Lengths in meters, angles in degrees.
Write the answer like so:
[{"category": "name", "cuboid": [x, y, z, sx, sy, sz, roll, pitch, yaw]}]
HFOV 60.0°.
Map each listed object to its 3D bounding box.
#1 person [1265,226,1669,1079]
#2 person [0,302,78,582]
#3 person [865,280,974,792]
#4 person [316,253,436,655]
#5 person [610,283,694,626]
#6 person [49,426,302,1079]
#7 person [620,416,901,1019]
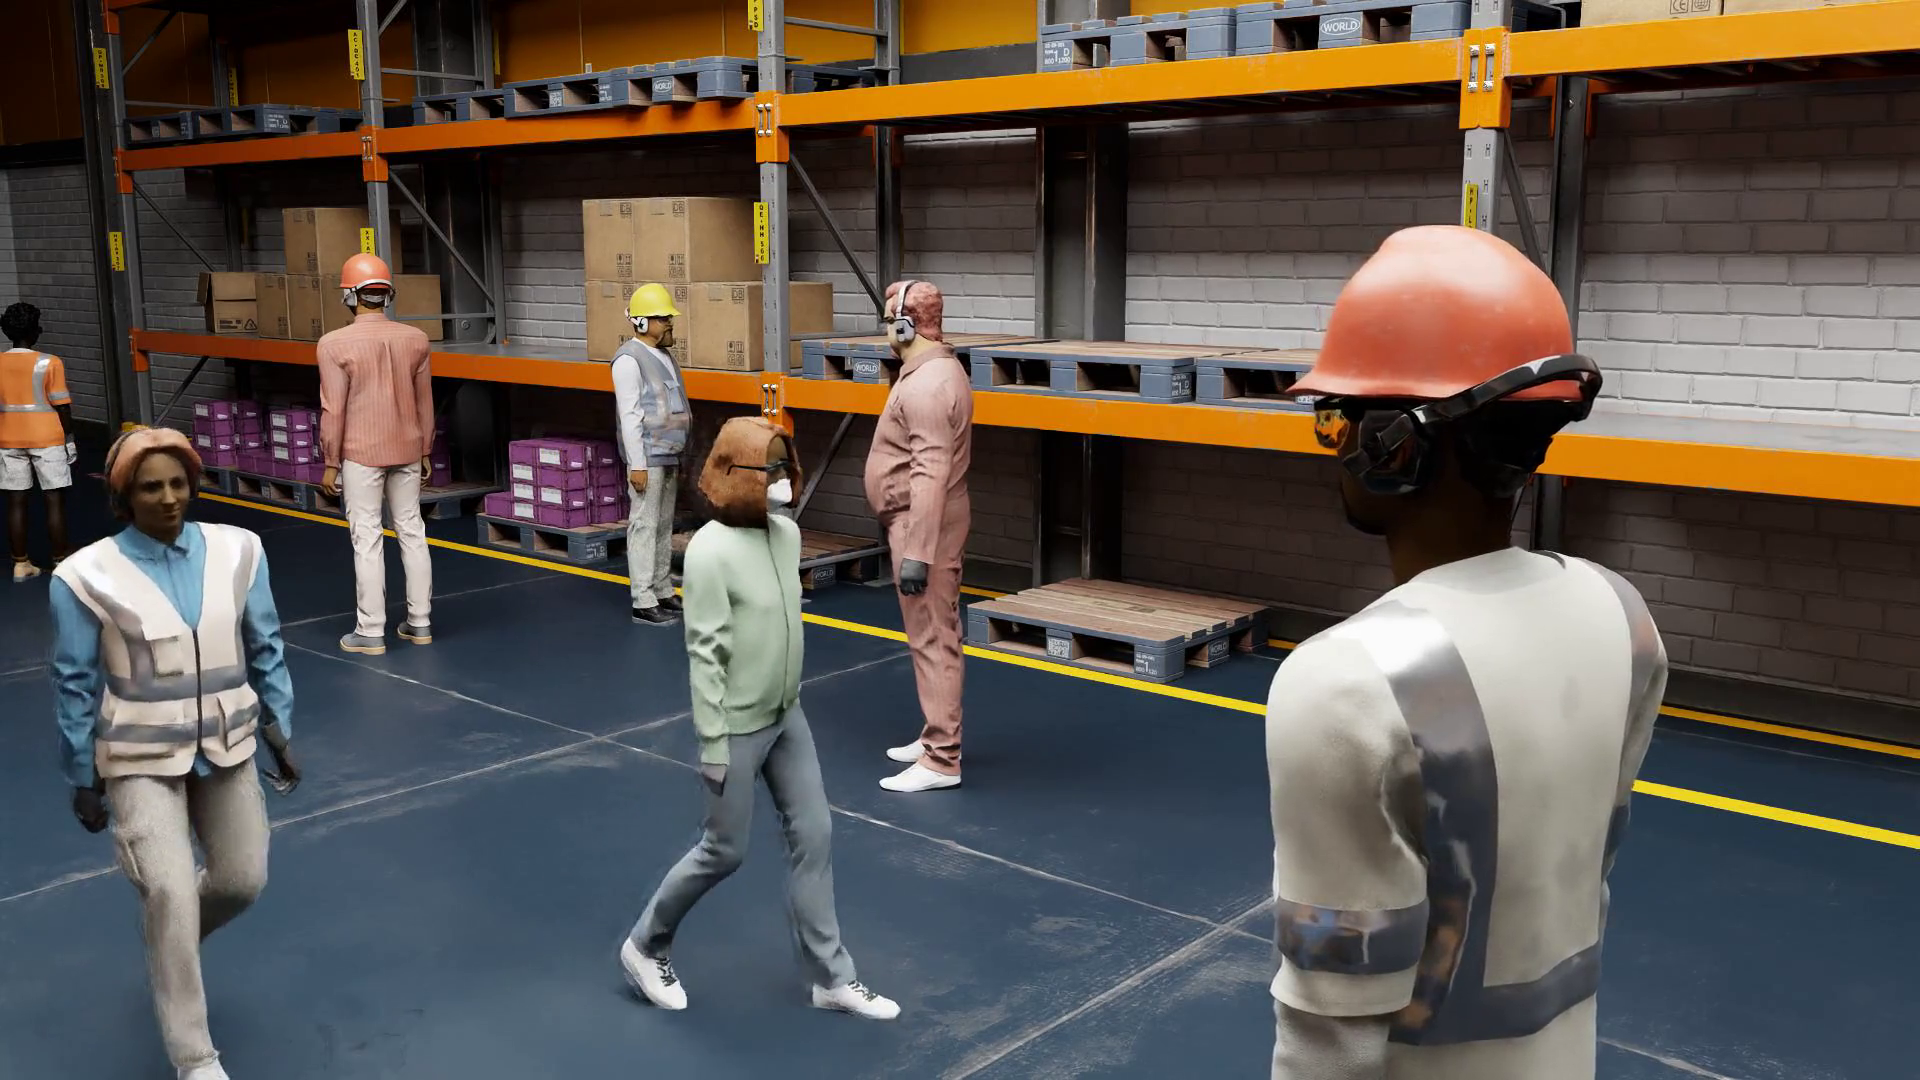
[{"category": "person", "cuboid": [0.508, 0.682, 1.892, 0.605, 2.044, 0.374, -9, 14, -42]}, {"category": "person", "cuboid": [-5.612, -0.582, 10.075, 0.535, 1.697, 0.318, 0, 10, 2]}, {"category": "person", "cuboid": [-0.156, -0.011, 6.239, 0.399, 1.903, 0.644, 1, 10, 5]}, {"category": "person", "cuboid": [-2.918, -0.426, 8.338, 0.382, 1.995, 0.612, 8, 13, 39]}, {"category": "person", "cuboid": [-1.643, -0.462, 9.004, 0.404, 1.833, 0.590, 2, 10, 11]}, {"category": "person", "cuboid": [-1.924, 0.517, 4.030, 0.598, 1.617, 0.518, 8, 13, 39]}, {"category": "person", "cuboid": [-0.554, 0.469, 4.353, 0.670, 1.616, 0.518, 5, 11, 25]}]
